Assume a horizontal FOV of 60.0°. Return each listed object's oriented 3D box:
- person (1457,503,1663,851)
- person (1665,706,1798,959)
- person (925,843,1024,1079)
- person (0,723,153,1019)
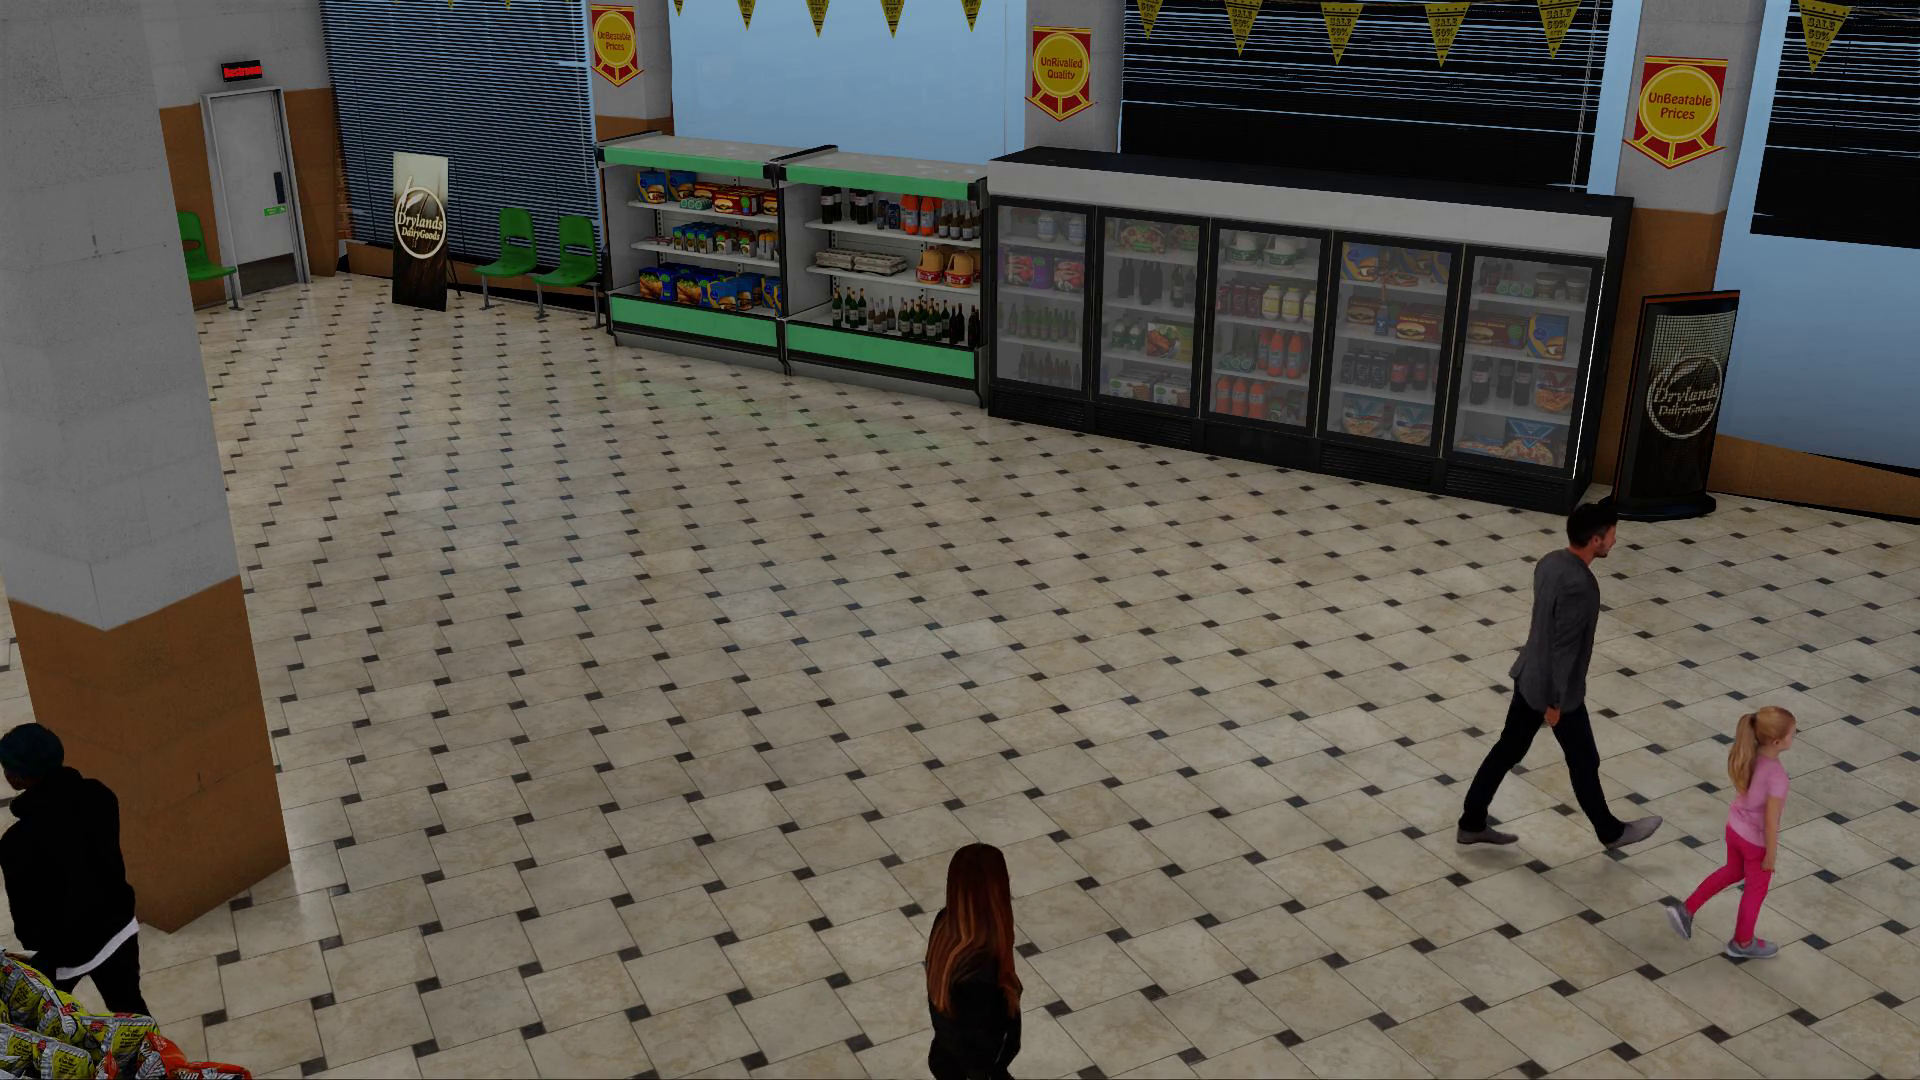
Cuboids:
[{"bbox_3d":[2.774,0.731,8.070,1.304,1.806,1.114,0,22,-1],"label":"person"},{"bbox_3d":[3.462,1.299,7.380,0.823,1.266,0.720,-2,22,-5],"label":"person"},{"bbox_3d":[-0.046,1.797,5.560,0.807,1.699,0.743,-7,23,-16],"label":"person"},{"bbox_3d":[-3.166,1.508,6.145,0.807,1.800,0.732,10,24,24],"label":"person"}]
